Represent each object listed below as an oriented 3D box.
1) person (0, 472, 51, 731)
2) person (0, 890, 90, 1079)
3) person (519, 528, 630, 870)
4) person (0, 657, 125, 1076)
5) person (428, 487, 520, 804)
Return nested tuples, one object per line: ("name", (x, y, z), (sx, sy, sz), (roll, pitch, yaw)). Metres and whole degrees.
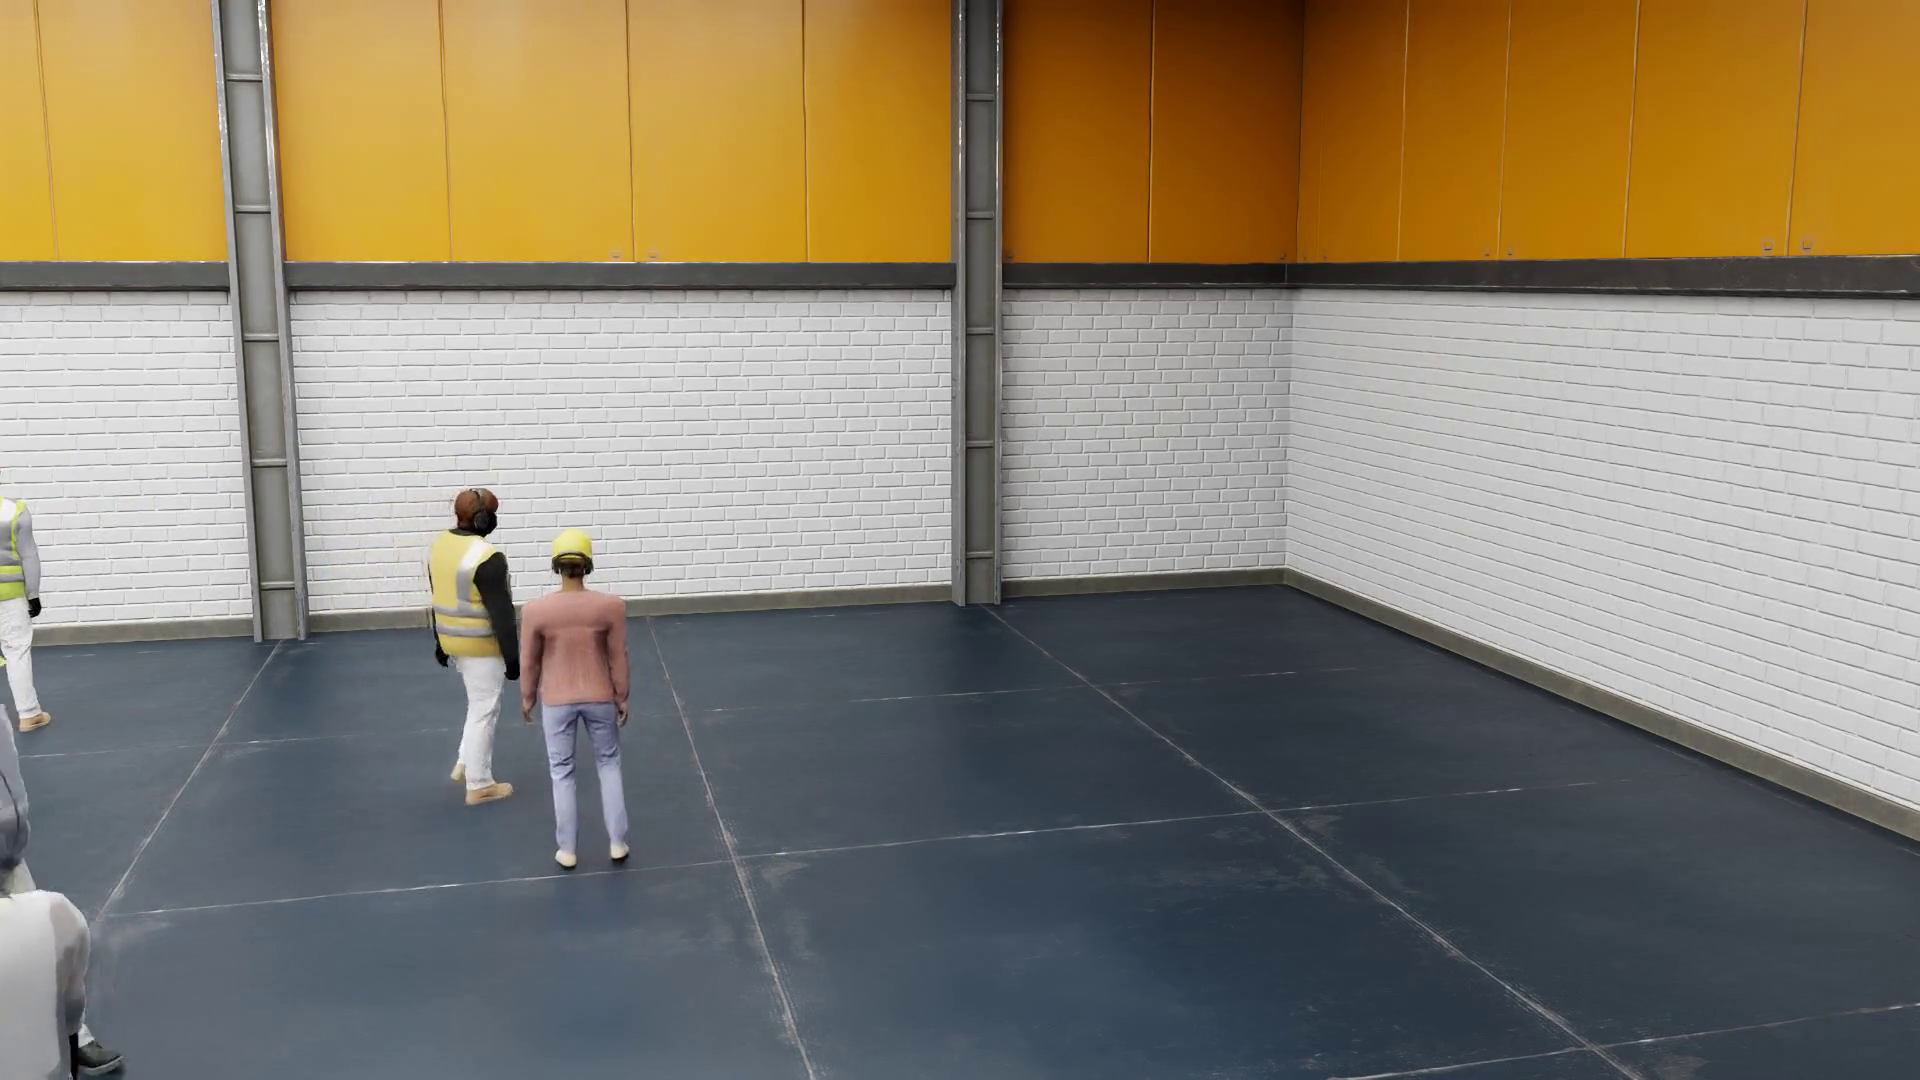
("person", (-6.392, 0.365, 10.987), (0.624, 1.845, 0.430), (-1, 9, -9))
("person", (-2.253, 1.455, 3.811), (0.410, 1.953, 0.600), (4, 10, 21))
("person", (-1.952, 0.814, 8.454), (0.542, 1.763, 0.360), (-3, 10, -18))
("person", (-3.695, 1.170, 6.150), (0.933, 1.787, 0.615), (1, 9, 3))
("person", (-2.748, 0.606, 9.521), (0.658, 1.826, 0.460), (9, 12, 43))
